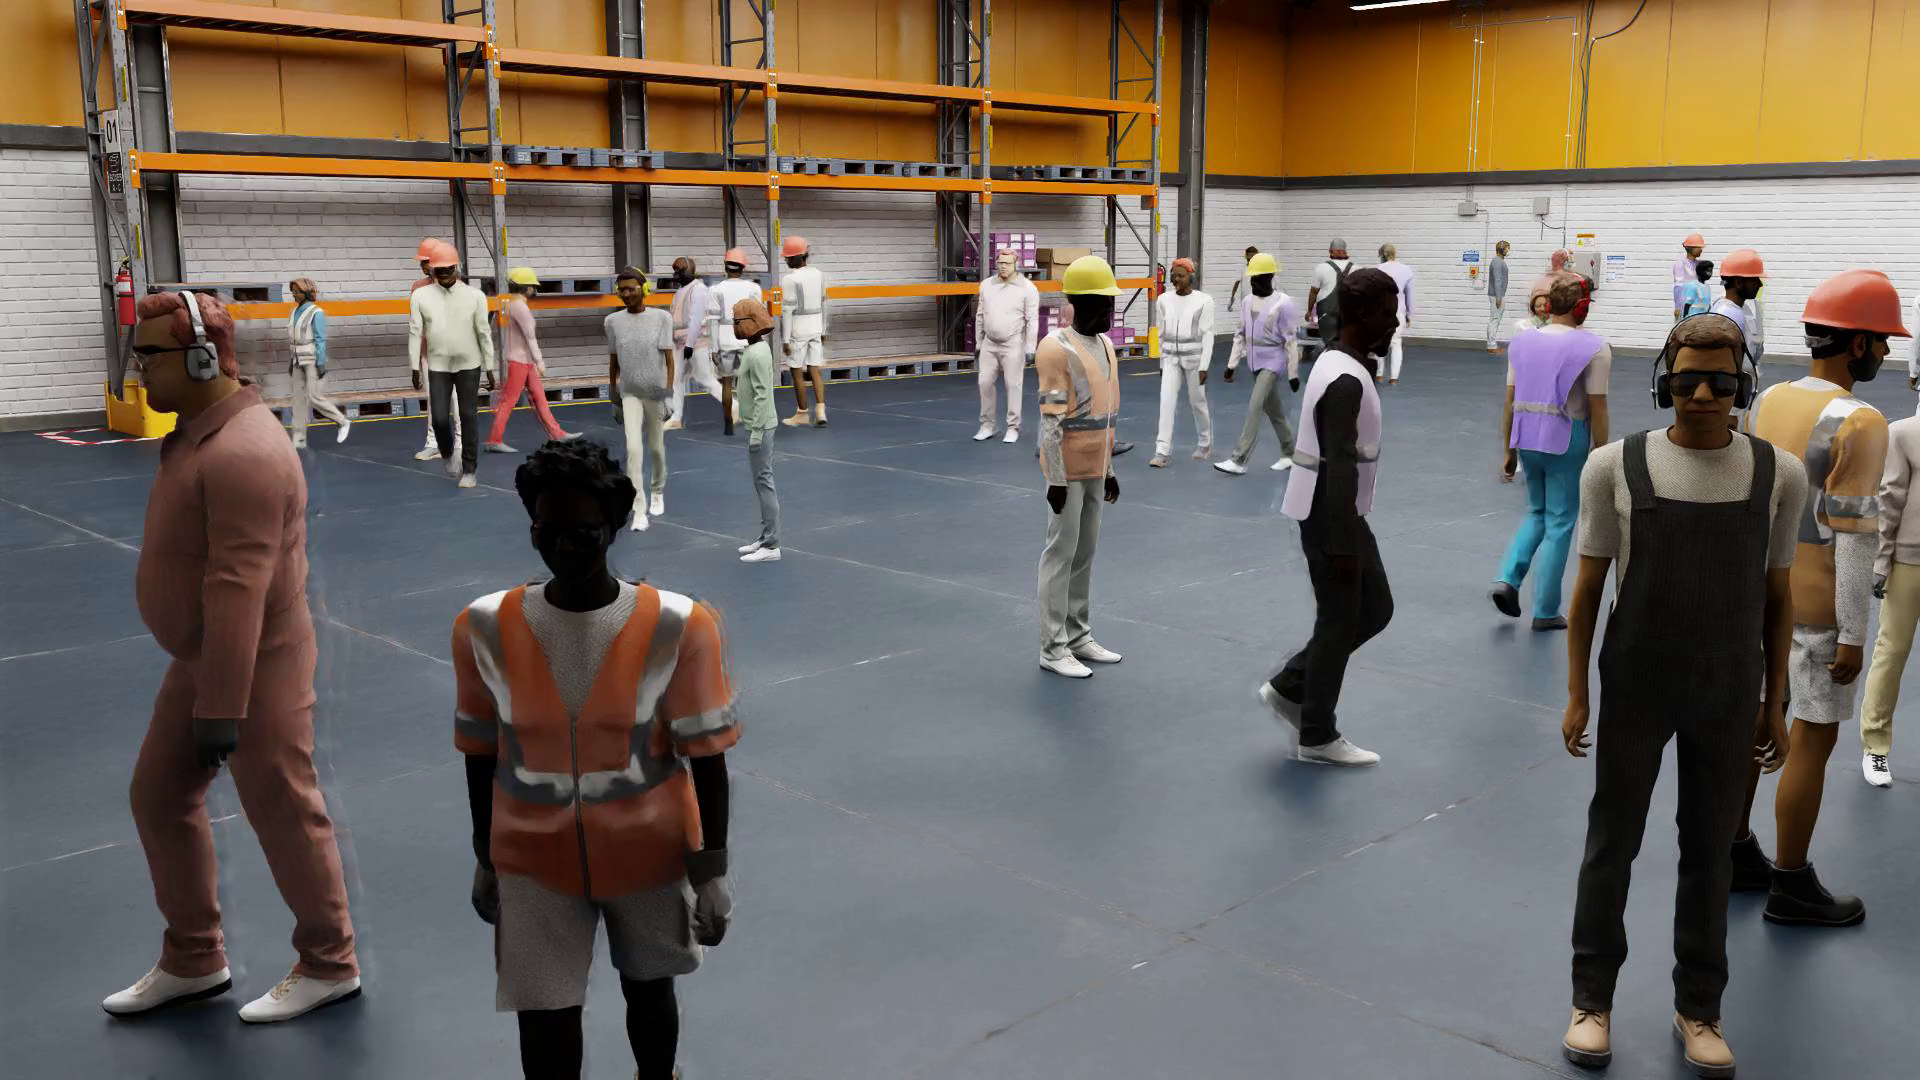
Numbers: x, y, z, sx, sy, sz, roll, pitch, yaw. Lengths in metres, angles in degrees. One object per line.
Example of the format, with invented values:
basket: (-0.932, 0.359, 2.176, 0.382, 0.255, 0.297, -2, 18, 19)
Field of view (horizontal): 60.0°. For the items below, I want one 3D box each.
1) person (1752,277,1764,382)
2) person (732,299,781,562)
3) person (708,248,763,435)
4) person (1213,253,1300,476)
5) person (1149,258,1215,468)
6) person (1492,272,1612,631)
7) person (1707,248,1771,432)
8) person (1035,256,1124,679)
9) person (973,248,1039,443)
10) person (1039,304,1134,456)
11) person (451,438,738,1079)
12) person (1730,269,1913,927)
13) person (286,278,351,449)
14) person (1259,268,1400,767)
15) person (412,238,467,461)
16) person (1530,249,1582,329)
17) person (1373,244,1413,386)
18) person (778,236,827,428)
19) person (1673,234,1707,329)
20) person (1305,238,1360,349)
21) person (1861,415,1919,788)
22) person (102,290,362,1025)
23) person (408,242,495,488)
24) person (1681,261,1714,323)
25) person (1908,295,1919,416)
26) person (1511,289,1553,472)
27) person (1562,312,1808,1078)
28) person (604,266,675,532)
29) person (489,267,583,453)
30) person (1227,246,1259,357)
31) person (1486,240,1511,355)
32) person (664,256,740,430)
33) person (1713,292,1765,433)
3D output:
person: (10.170, -2.831, 21.572, 0.649, 1.825, 0.487, -8, 13, -35)
person: (-1.270, -0.681, 10.373, 0.268, 1.631, 0.507, -1, 10, -8)
person: (-2.234, -1.961, 16.633, 0.551, 1.913, 0.773, -2, 11, -12)
person: (2.567, -1.492, 14.130, 0.999, 1.863, 0.584, -5, 12, -26)
person: (2.009, -1.578, 14.748, 0.581, 1.832, 0.983, 6, 12, 31)
person: (3.037, -0.436, 8.490, 0.434, 1.834, 0.559, -6, 12, -31)
person: (4.904, -0.880, 10.623, 0.379, 1.937, 0.547, 3, 11, 15)
person: (0.568, -0.341, 7.709, 0.377, 1.929, 0.585, 7, 12, 32)
person: (0.436, -1.901, 16.310, 0.686, 1.897, 0.441, 5, 12, 26)
person: (1.125, -1.596, 15.137, 0.894, 1.718, 0.528, -4, 11, -21)
person: (-0.702, 0.617, 3.242, 0.545, 1.651, 0.865, -1, 10, -5)
person: (2.518, 0.178, 4.894, 0.380, 1.929, 0.538, -1, 10, -8)
person: (-6.175, -1.670, 15.784, 0.533, 1.625, 0.594, 8, 13, 38)
person: (1.448, -0.070, 6.295, 0.455, 1.899, 0.629, 3, 11, 14)
person: (-4.658, -1.696, 14.927, 0.612, 1.991, 0.392, 4, 11, 19)
person: (5.994, -1.988, 16.797, 0.568, 1.889, 0.658, -4, 11, -19)
person: (5.789, -3.050, 22.557, 0.679, 1.895, 0.842, -1, 10, -3)
person: (-1.606, -2.164, 17.431, 0.624, 2.008, 0.717, 9, 14, 40)
person: (10.556, -3.399, 24.076, 0.614, 2.040, 0.378, -8, 13, -37)
person: (5.205, -3.242, 23.220, 0.692, 2.000, 1.009, -2, 11, -10)
person: (3.587, 0.103, 6.091, 0.498, 1.634, 0.279, 1, 10, 4)
person: (-1.912, 0.330, 4.158, 0.741, 1.880, 0.673, -7, 12, -33)
person: (-4.090, -1.405, 13.390, 0.664, 1.968, 0.579, -2, 11, -13)
person: (10.197, -2.992, 22.837, 0.546, 1.665, 0.721, -9, 14, -40)
person: (7.875, -1.340, 13.272, 0.354, 1.886, 0.572, -8, 13, -39)
person: (4.820, -1.313, 13.948, 0.516, 1.588, 0.913, 0, 10, 2)
person: (1.729, 0.379, 4.009, 0.516, 1.844, 0.332, 2, 11, 13)
person: (-2.239, -1.020, 11.727, 0.496, 1.822, 0.976, -1, 10, -6)
person: (-4.012, -1.668, 15.515, 0.908, 1.718, 0.549, -3, 11, -18)
person: (4.768, -3.951, 27.653, 0.577, 1.839, 0.430, 8, 13, 38)
person: (9.148, -4.115, 28.262, 0.358, 1.937, 0.636, 3, 11, 17)
person: (-2.748, -2.054, 17.399, 0.854, 1.814, 0.624, -7, 12, -33)
person: (6.948, -1.604, 14.858, 0.603, 1.830, 0.404, -8, 13, -36)
